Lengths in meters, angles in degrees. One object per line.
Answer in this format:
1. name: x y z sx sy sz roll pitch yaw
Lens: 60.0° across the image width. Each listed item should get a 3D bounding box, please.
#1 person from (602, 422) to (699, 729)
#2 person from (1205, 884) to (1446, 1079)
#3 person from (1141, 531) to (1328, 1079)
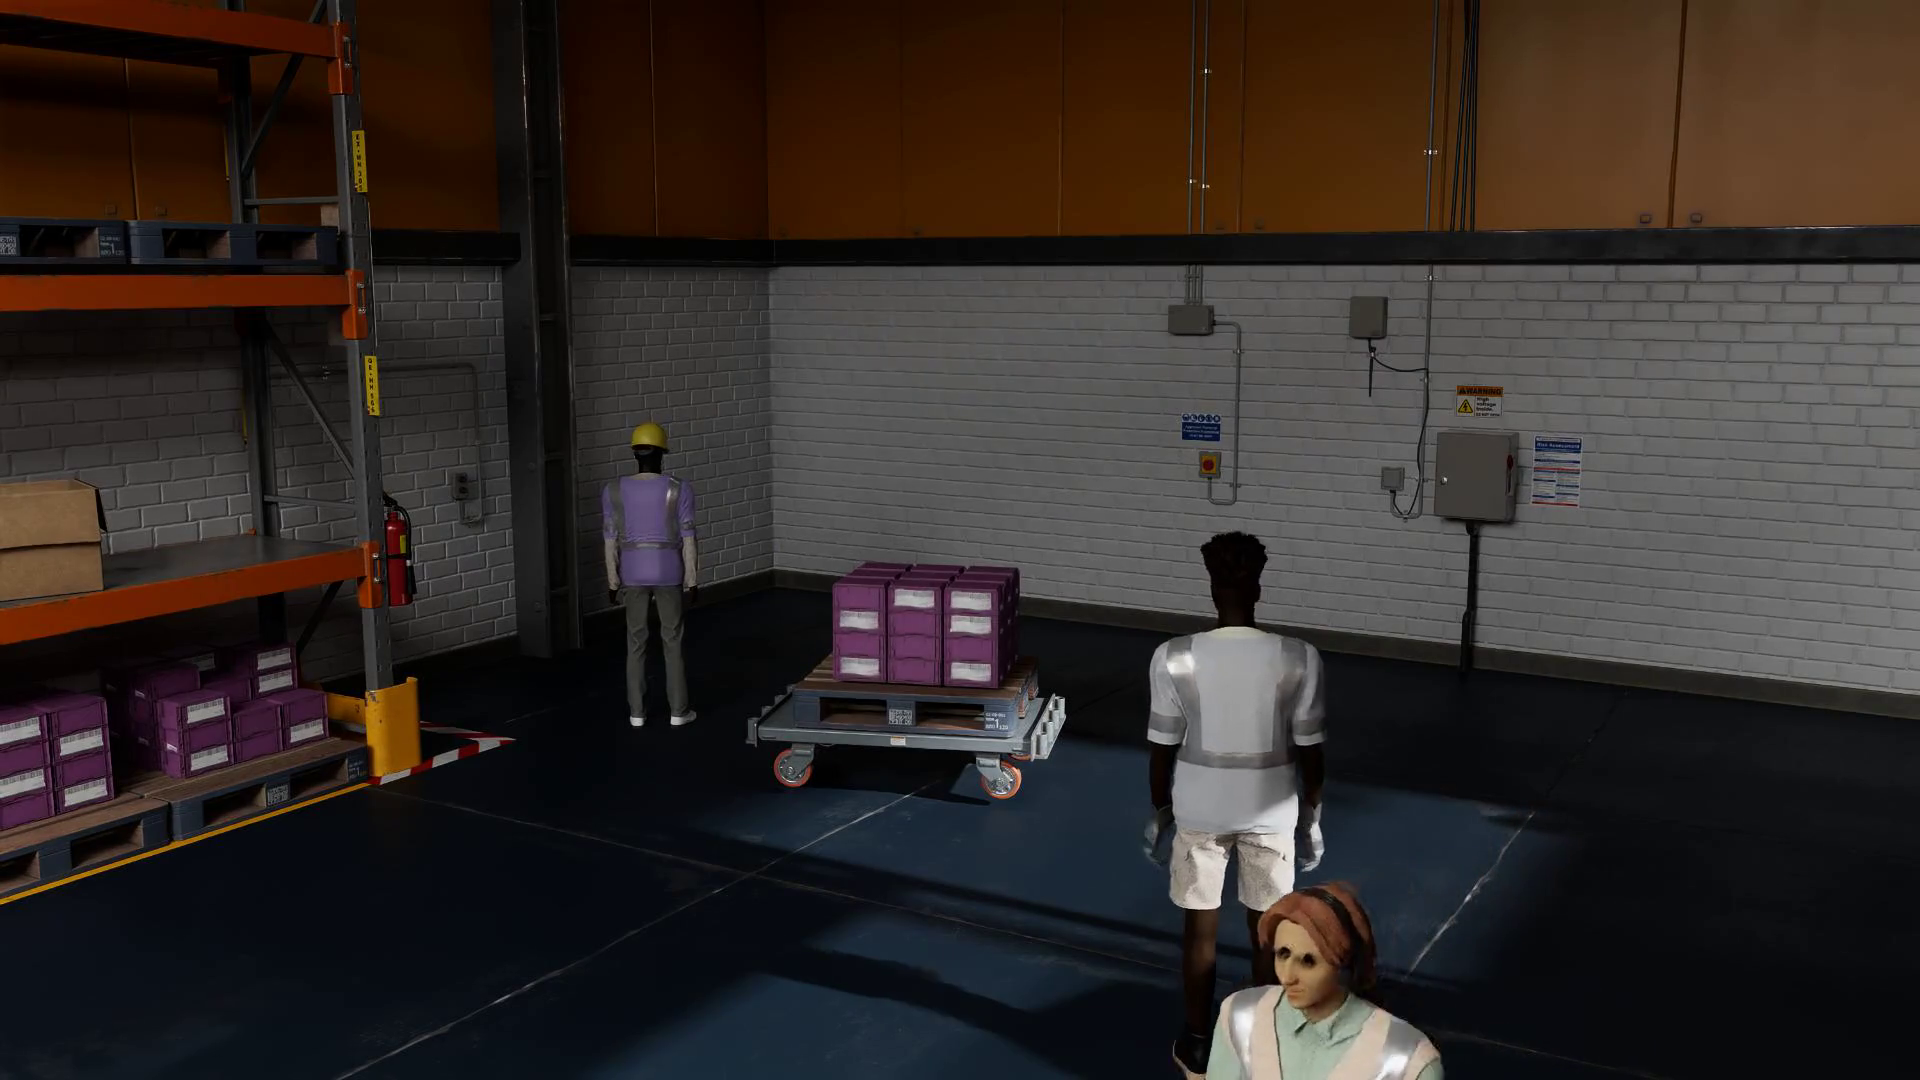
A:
1. person: -1.918 0.228 10.384 0.585 1.917 0.381 0 9 0
2. person: 0.706 1.494 3.400 0.543 1.620 0.507 8 12 41
3. person: 0.955 0.943 5.803 0.675 1.963 0.387 1 9 6
